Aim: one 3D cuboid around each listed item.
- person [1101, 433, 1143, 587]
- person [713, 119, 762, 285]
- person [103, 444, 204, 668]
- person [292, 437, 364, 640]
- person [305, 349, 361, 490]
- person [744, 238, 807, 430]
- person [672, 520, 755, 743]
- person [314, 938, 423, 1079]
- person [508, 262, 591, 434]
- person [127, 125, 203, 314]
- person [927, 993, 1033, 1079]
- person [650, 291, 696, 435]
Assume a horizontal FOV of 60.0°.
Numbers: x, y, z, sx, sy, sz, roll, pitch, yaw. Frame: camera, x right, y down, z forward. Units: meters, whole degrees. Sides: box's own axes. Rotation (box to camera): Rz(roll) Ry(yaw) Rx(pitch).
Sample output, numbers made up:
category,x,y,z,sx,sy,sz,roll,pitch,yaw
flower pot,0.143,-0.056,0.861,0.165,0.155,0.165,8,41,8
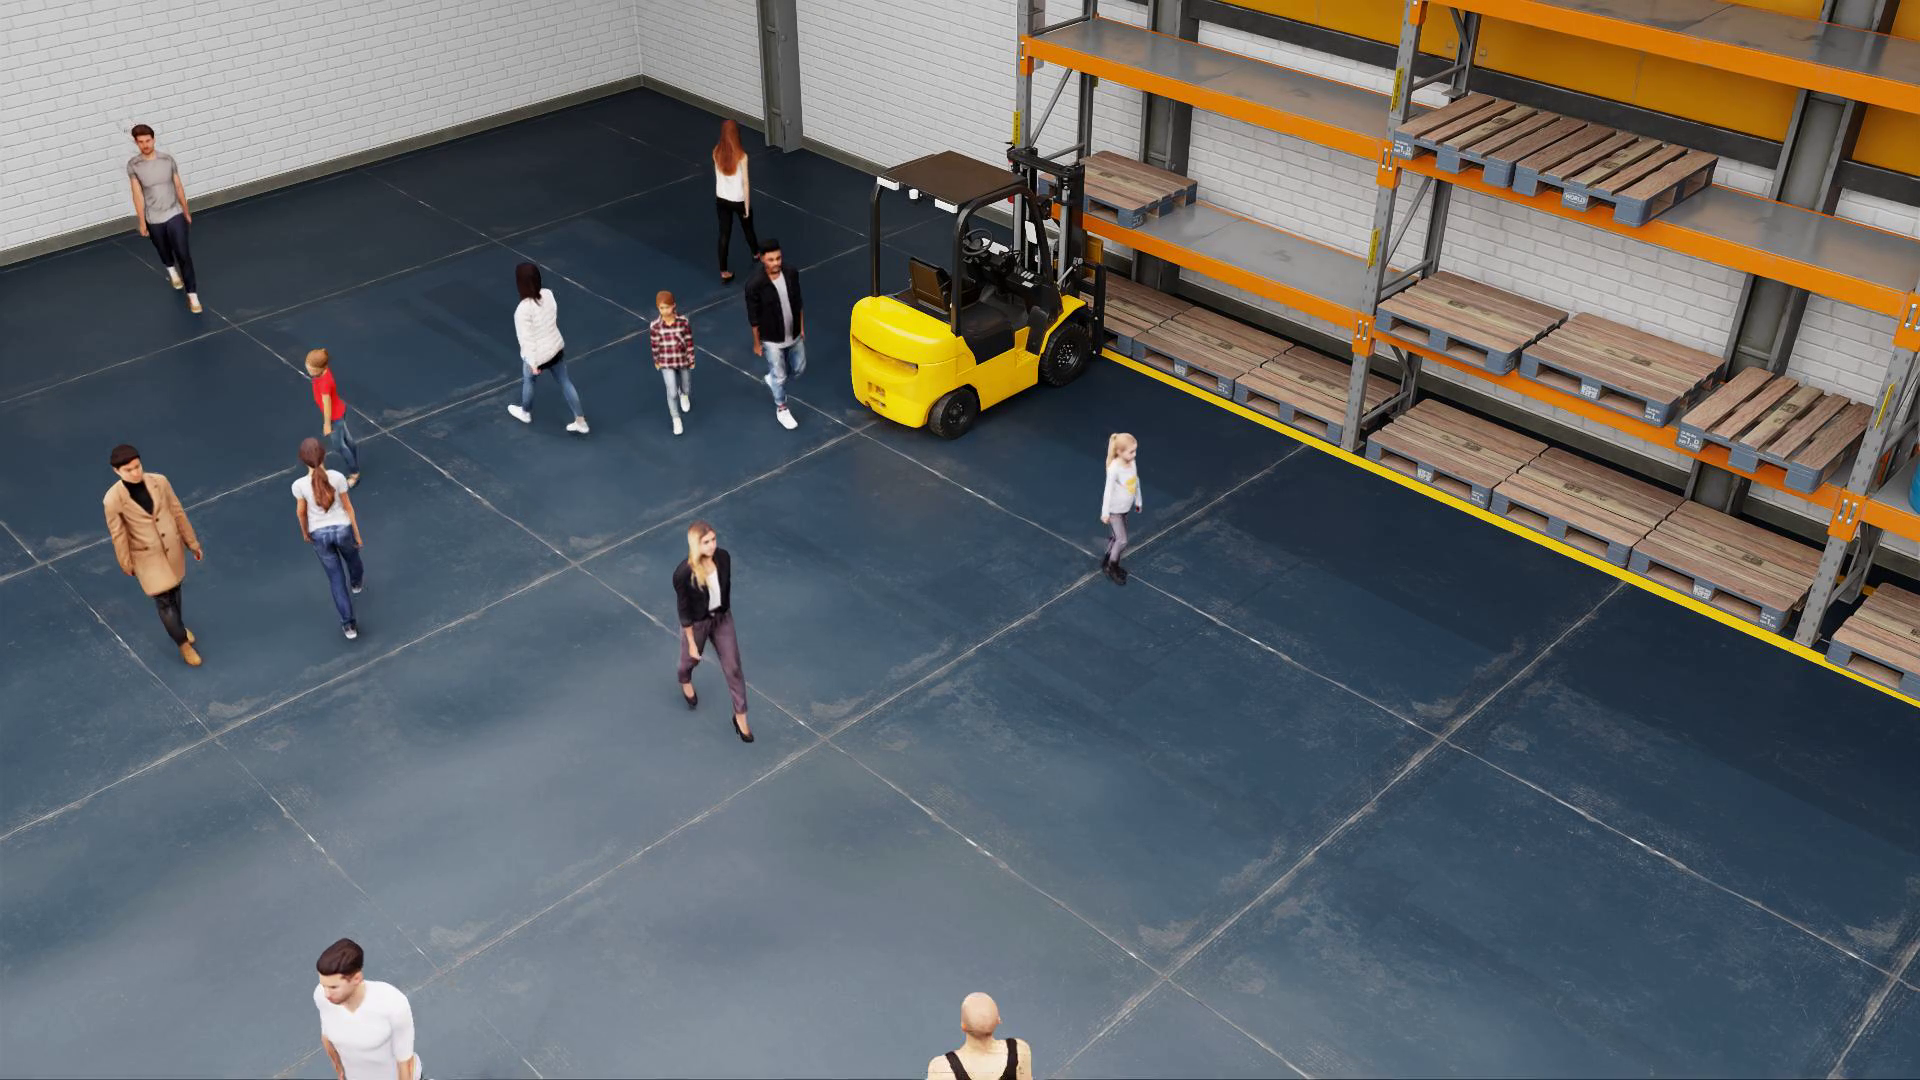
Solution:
category,x,y,z,sx,sy,sz,roll,pitch,yaw
person,1.163,-0.273,12.742,0.544,1.270,0.539,24,41,32
person,-2.384,-3.453,17.158,1.074,1.677,0.963,10,35,14
person,-5.790,0.030,11.892,0.910,1.705,0.717,22,39,29
person,-4.556,0.008,12.092,0.816,1.521,1.103,-13,36,-18
person,-5.230,-1.080,13.943,0.729,1.284,0.540,-4,34,-6
person,-1.652,-1.872,14.681,0.764,1.787,0.871,-24,40,-31
person,-1.759,0.568,11.155,0.704,1.625,1.049,-23,40,-30
person,-2.748,2.526,8.015,0.823,1.839,0.891,6,34,10
person,-3.564,-1.630,14.490,1.152,1.594,0.798,18,38,25
person,-8.019,-3.268,16.719,0.926,1.855,1.281,-15,36,-21
person,0.120,2.817,7.619,0.921,1.794,1.075,-12,35,-17
person,-2.532,-1.623,14.753,0.762,1.292,0.893,-7,34,-11
